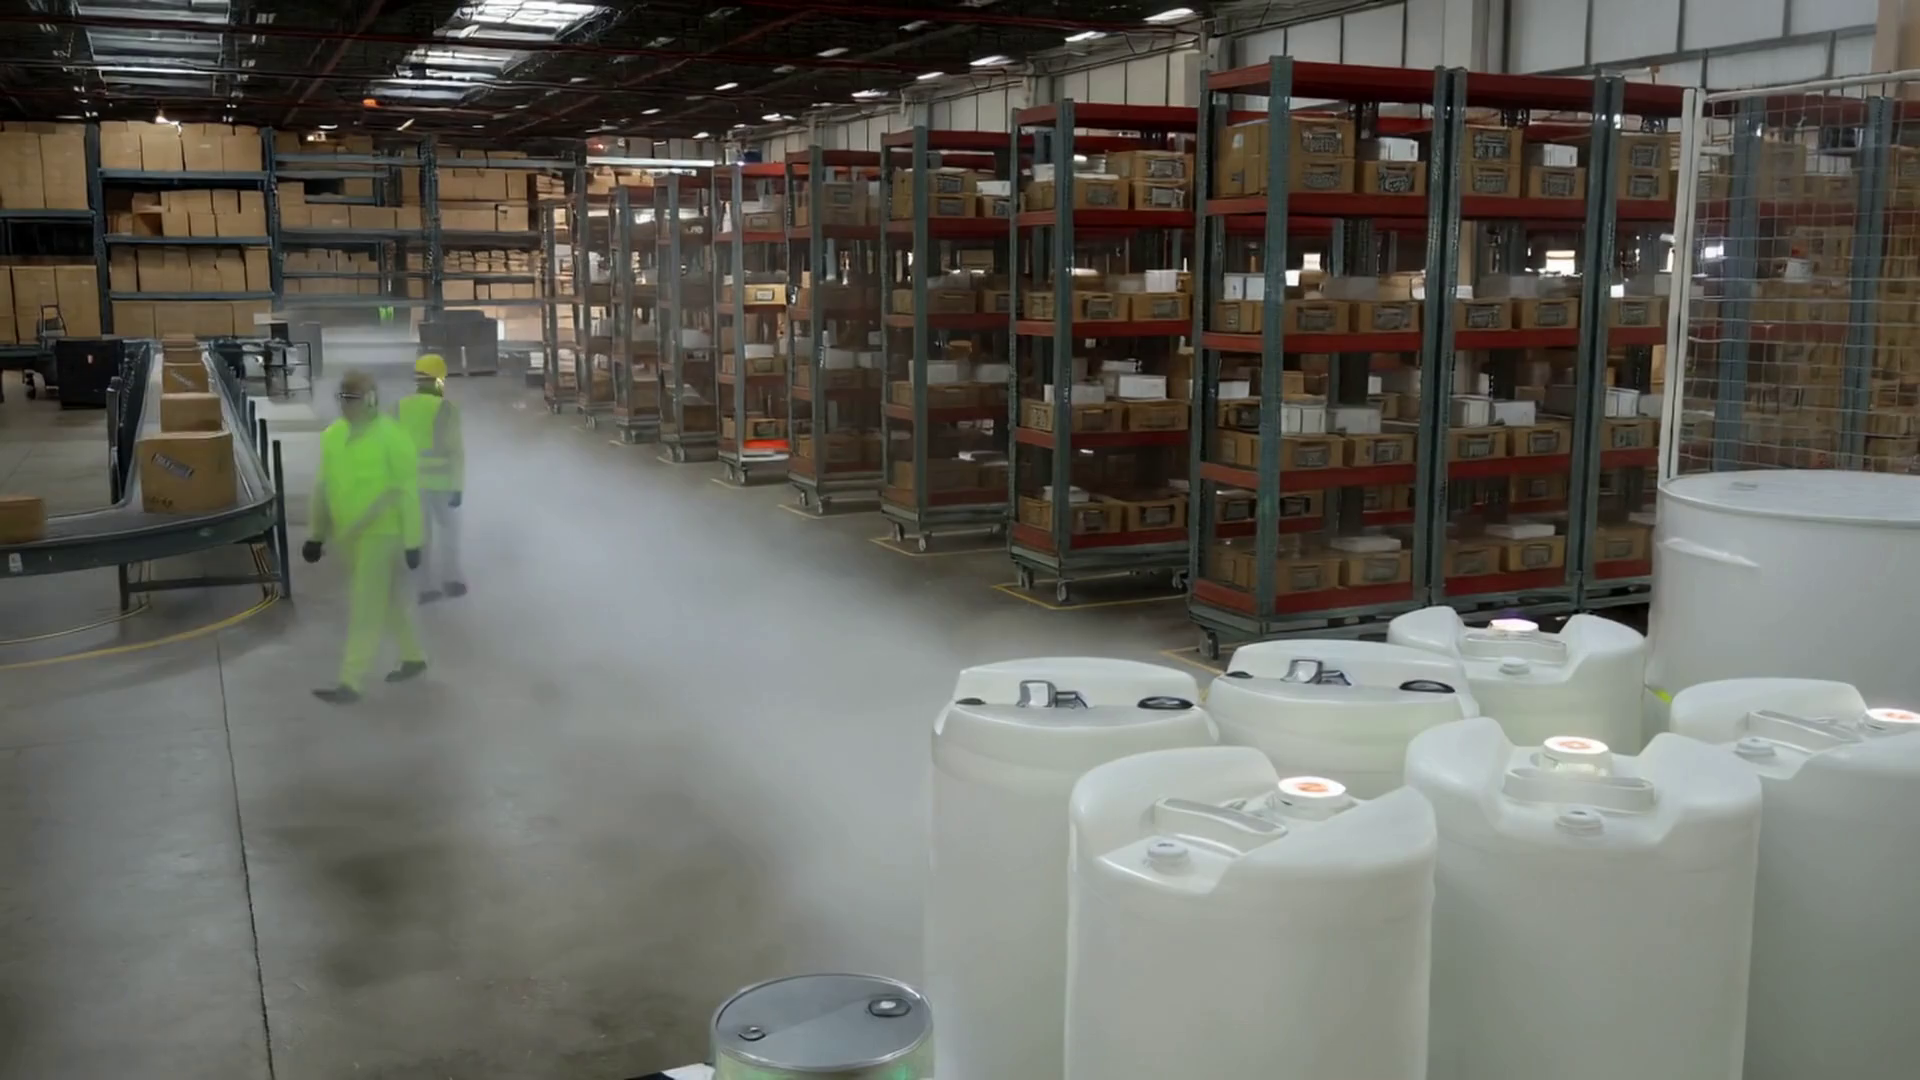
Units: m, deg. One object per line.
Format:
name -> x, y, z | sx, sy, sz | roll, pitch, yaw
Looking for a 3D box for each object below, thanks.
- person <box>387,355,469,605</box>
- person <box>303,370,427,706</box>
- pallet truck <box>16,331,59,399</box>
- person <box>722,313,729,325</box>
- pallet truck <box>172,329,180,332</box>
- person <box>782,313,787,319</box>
person -> -3.849, -0.441, 12.154 | 0.588, 1.807, 0.556 | 1, 9, 8
person -> -3.389, -0.032, 9.451 | 0.636, 1.859, 1.011 | 5, 10, 28
pallet truck -> -17.082, -3.353, 31.781 | 1.630, 1.274, 0.653 | -4, 10, -25
person -> -6.735, -6.058, 46.738 | 0.984, 1.883, 0.568 | -4, 10, -21
pallet truck -> -17.275, -3.851, 35.096 | 1.601, 1.201, 0.680 | 0, 9, 1
person -> -4.648, -5.982, 45.941 | 0.622, 1.994, 0.381 | -6, 11, -32
